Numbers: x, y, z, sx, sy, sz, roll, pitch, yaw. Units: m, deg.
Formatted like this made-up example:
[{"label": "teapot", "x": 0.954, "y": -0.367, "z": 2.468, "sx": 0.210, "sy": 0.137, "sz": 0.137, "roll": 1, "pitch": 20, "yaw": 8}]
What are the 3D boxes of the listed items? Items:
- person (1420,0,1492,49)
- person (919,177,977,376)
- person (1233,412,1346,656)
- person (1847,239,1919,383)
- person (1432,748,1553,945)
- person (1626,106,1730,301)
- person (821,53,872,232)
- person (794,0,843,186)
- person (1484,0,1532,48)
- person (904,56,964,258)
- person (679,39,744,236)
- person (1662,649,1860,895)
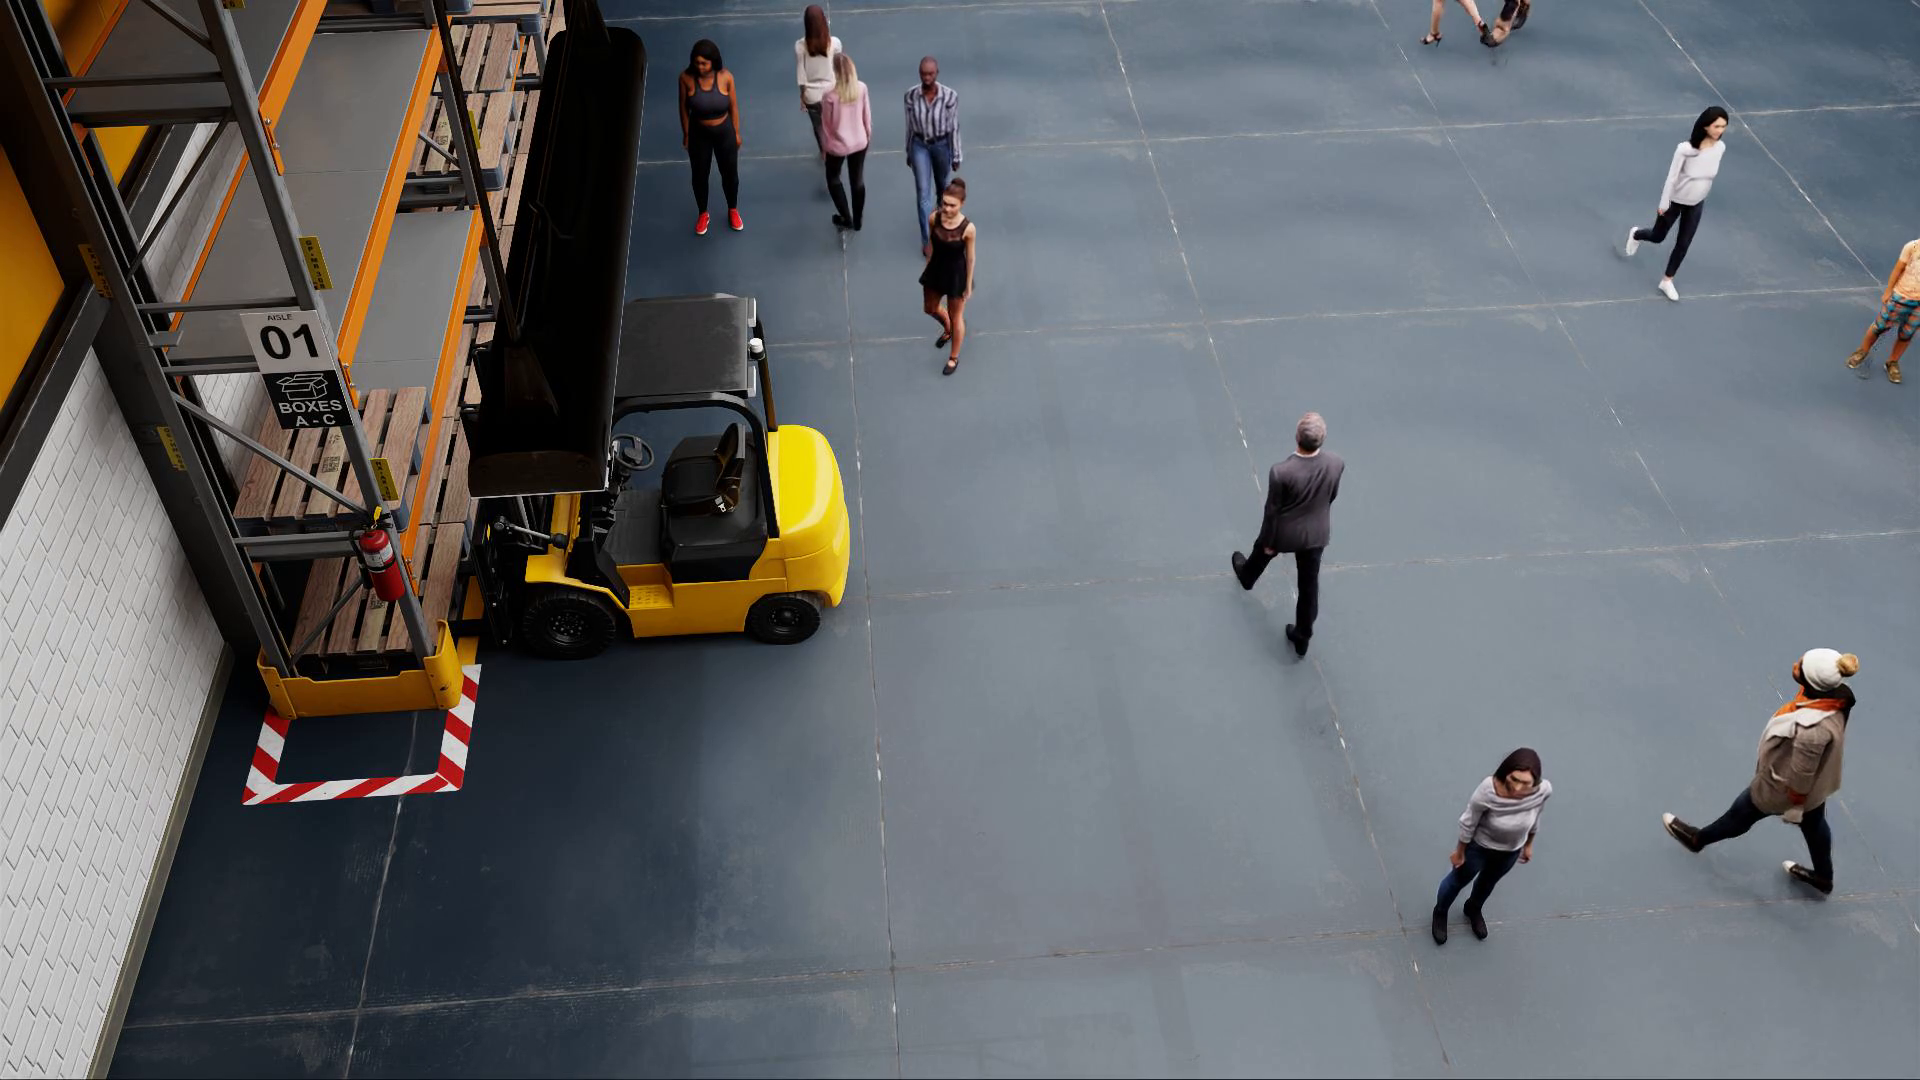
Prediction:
[{"label": "person", "x": 5.136, "y": -5.783, "z": 16.922, "sx": 1.063, "sy": 1.756, "sz": 0.991, "roll": 31, "pitch": 52, "yaw": 28}, {"label": "person", "x": -0.054, "y": -2.129, "z": 13.148, "sx": 0.768, "sy": 1.671, "sz": 0.830, "roll": 22, "pitch": 48, "yaw": 21}, {"label": "person", "x": 2.228, "y": -0.014, "z": 10.831, "sx": 0.783, "sy": 1.804, "sz": 1.195, "roll": -8, "pitch": 44, "yaw": -8}, {"label": "person", "x": 7.502, "y": -1.916, "z": 13.081, "sx": 0.656, "sy": 1.454, "sz": 0.675, "roll": 10, "pitch": 45, "yaw": 11}, {"label": "person", "x": 2.930, "y": 1.673, "z": 9.187, "sx": 0.608, "sy": 1.630, "sz": 0.509, "roll": -5, "pitch": 44, "yaw": -5}, {"label": "person", "x": 6.011, "y": -2.883, "z": 13.929, "sx": 0.659, "sy": 1.685, "sz": 0.974, "roll": -7, "pitch": 44, "yaw": -8}, {"label": "person", "x": -0.982, "y": -3.423, "z": 14.501, "sx": 0.712, "sy": 1.678, "sz": 0.692, "roll": -17, "pitch": 46, "yaw": -17}, {"label": "person", "x": -1.244, "y": -4.002, "z": 15.128, "sx": 0.620, "sy": 1.653, "sz": 1.091, "roll": -3, "pitch": 44, "yaw": -3}, {"label": "person", "x": 5.848, "y": -6.060, "z": 17.191, "sx": 1.215, "sy": 1.785, "sz": 1.228, "roll": 33, "pitch": 53, "yaw": 30}, {"label": "person", "x": -0.238, "y": -3.396, "z": 14.404, "sx": 0.736, "sy": 1.772, "sz": 1.092, "roll": 2, "pitch": 44, "yaw": 2}, {"label": "person", "x": -2.172, "y": -3.550, "z": 14.536, "sx": 0.681, "sy": 1.814, "sz": 0.631, "roll": -7, "pitch": 44, "yaw": -7}, {"label": "person", "x": 4.815, "y": 1.364, "z": 9.373, "sx": 1.279, "sy": 1.821, "sz": 1.223, "roll": 30, "pitch": 51, "yaw": 28}]
